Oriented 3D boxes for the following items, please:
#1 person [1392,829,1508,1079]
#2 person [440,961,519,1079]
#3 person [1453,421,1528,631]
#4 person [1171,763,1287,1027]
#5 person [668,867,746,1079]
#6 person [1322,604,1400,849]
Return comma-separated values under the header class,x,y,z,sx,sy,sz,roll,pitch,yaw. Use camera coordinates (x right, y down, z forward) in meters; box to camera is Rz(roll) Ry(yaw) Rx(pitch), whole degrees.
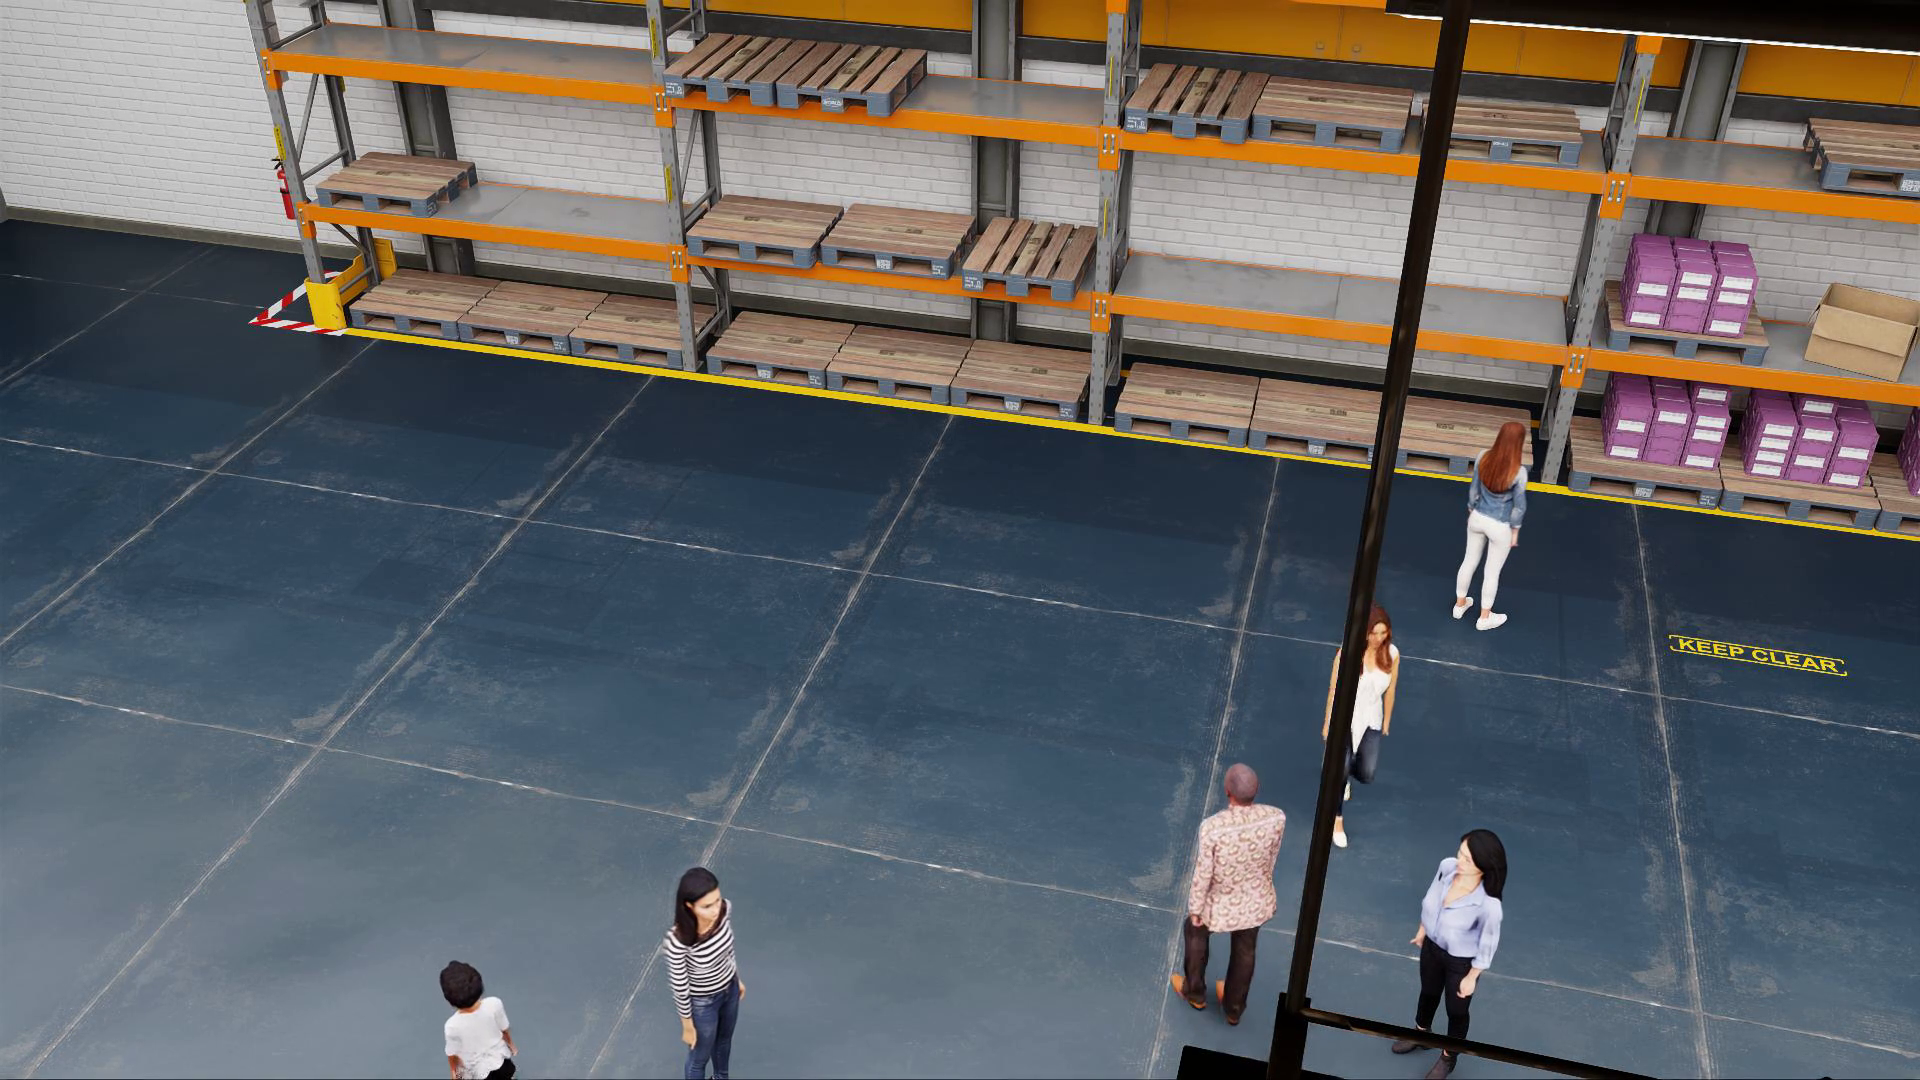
class,x,y,z,sx,sy,sz,roll,pitch,yaw
person,2.609,2.196,8.794,0.770,1.743,0.729,-15,36,-21
person,-2.424,2.663,8.534,0.636,1.253,0.697,-24,40,-31
person,3.924,-0.111,12.303,0.747,1.702,0.652,-24,41,-32
person,1.521,1.999,9.047,0.780,1.792,0.889,-6,34,-9
person,-1.279,2.352,8.514,0.620,1.795,0.653,20,38,27
person,2.447,1.091,10.429,0.811,1.773,0.800,-3,34,-4
